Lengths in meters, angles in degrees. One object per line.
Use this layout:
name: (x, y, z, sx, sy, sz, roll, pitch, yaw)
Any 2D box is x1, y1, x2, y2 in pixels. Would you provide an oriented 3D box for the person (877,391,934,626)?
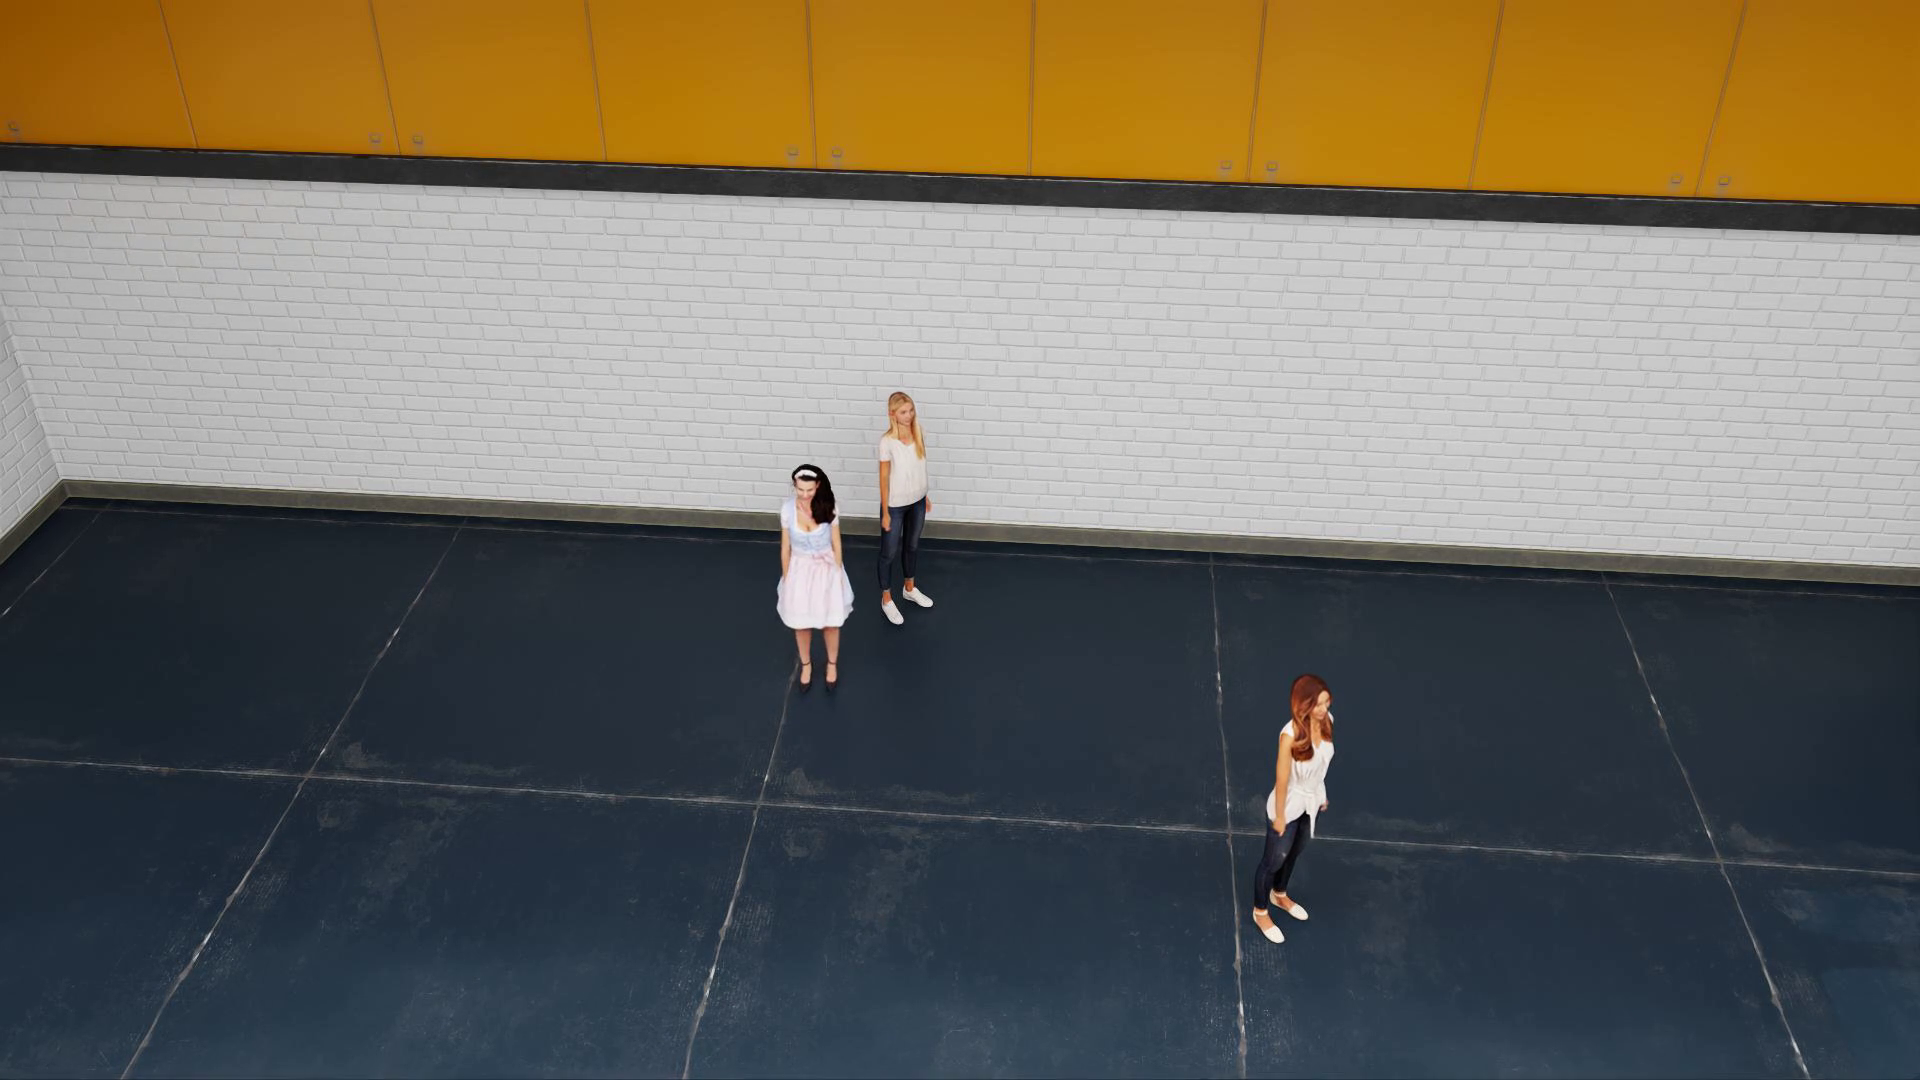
person: (-0.421, -0.260, 11.986, 0.658, 1.808, 0.729, -27, 42, -34)

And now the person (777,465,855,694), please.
person: (-0.982, 0.256, 11.209, 0.720, 1.810, 0.745, -1, 34, -1)

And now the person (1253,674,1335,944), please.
person: (1.878, 1.482, 9.387, 0.667, 1.784, 0.727, -25, 41, -32)
